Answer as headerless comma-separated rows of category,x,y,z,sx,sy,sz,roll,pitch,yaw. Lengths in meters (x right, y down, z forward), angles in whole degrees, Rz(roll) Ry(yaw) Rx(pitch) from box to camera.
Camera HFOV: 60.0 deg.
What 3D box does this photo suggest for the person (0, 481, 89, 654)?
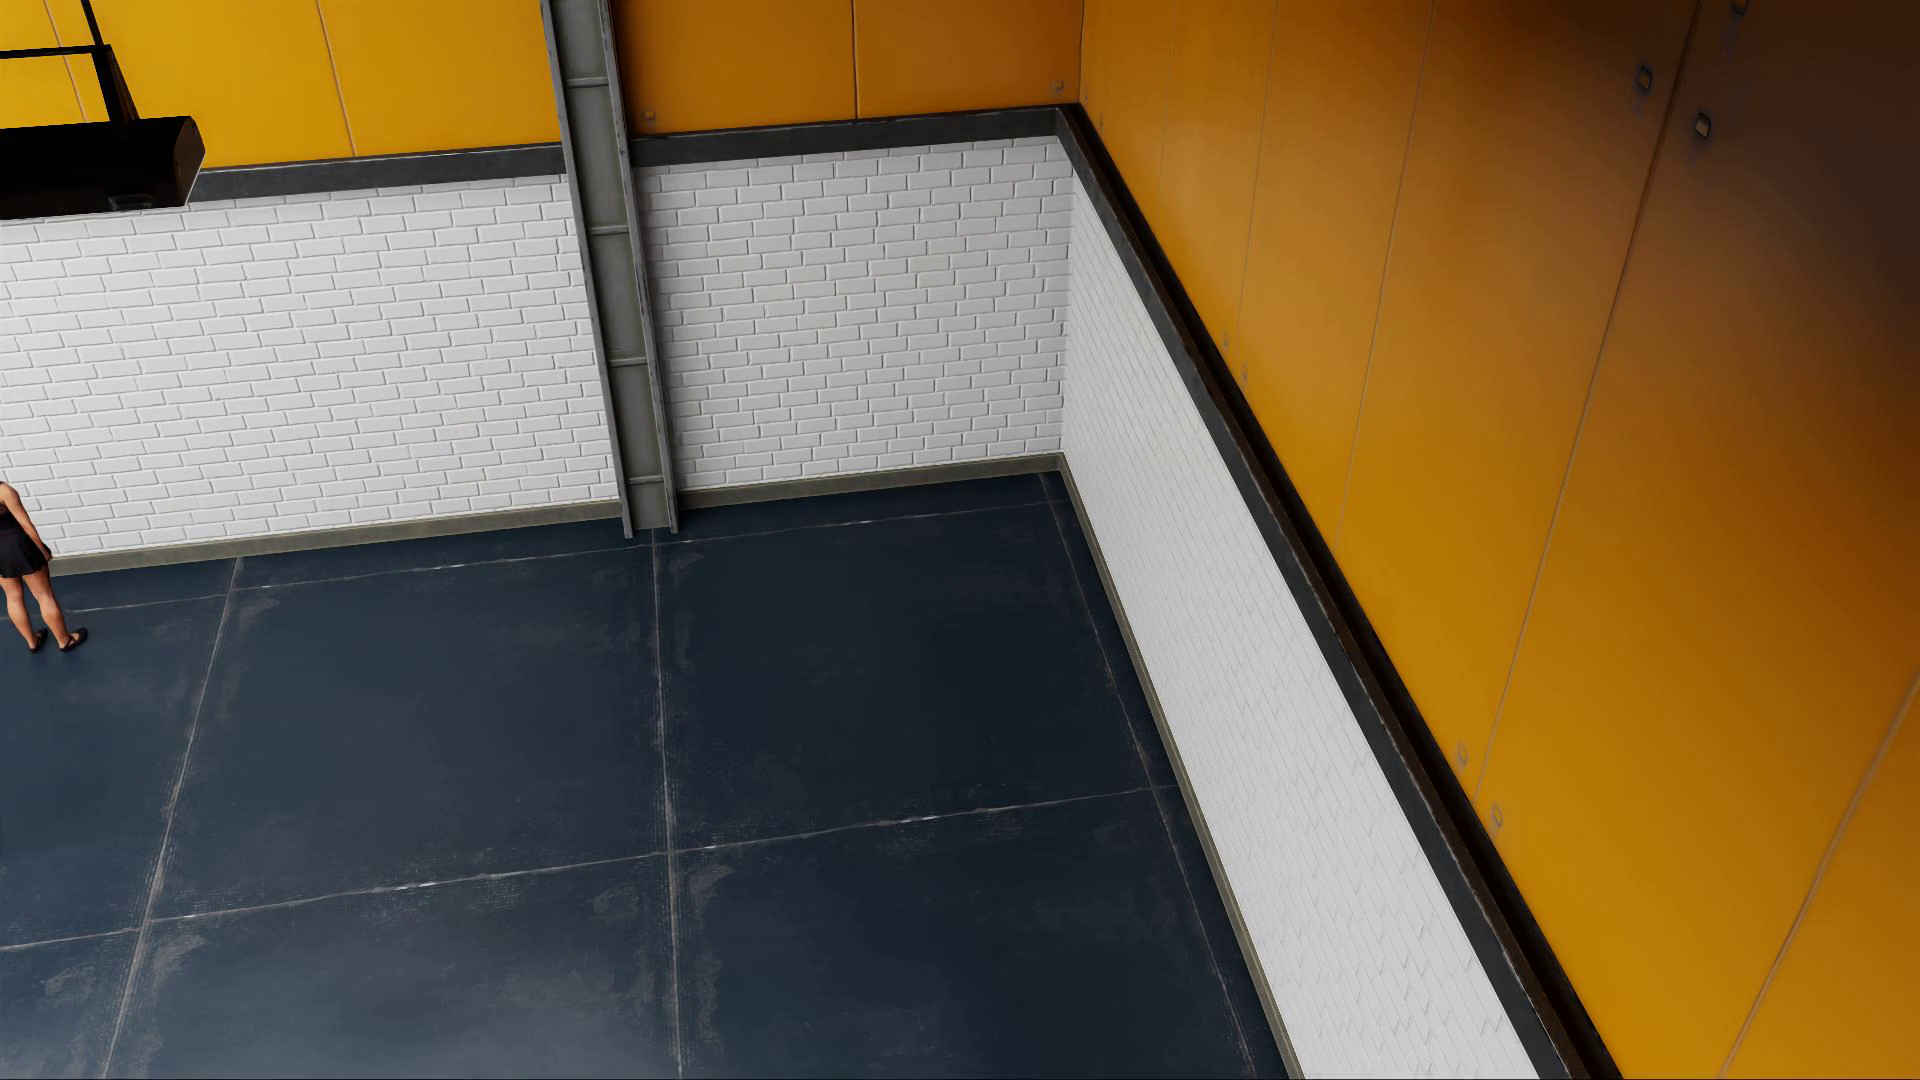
person,-6.244,0.054,10.932,0.563,1.677,0.685,2,39,2
